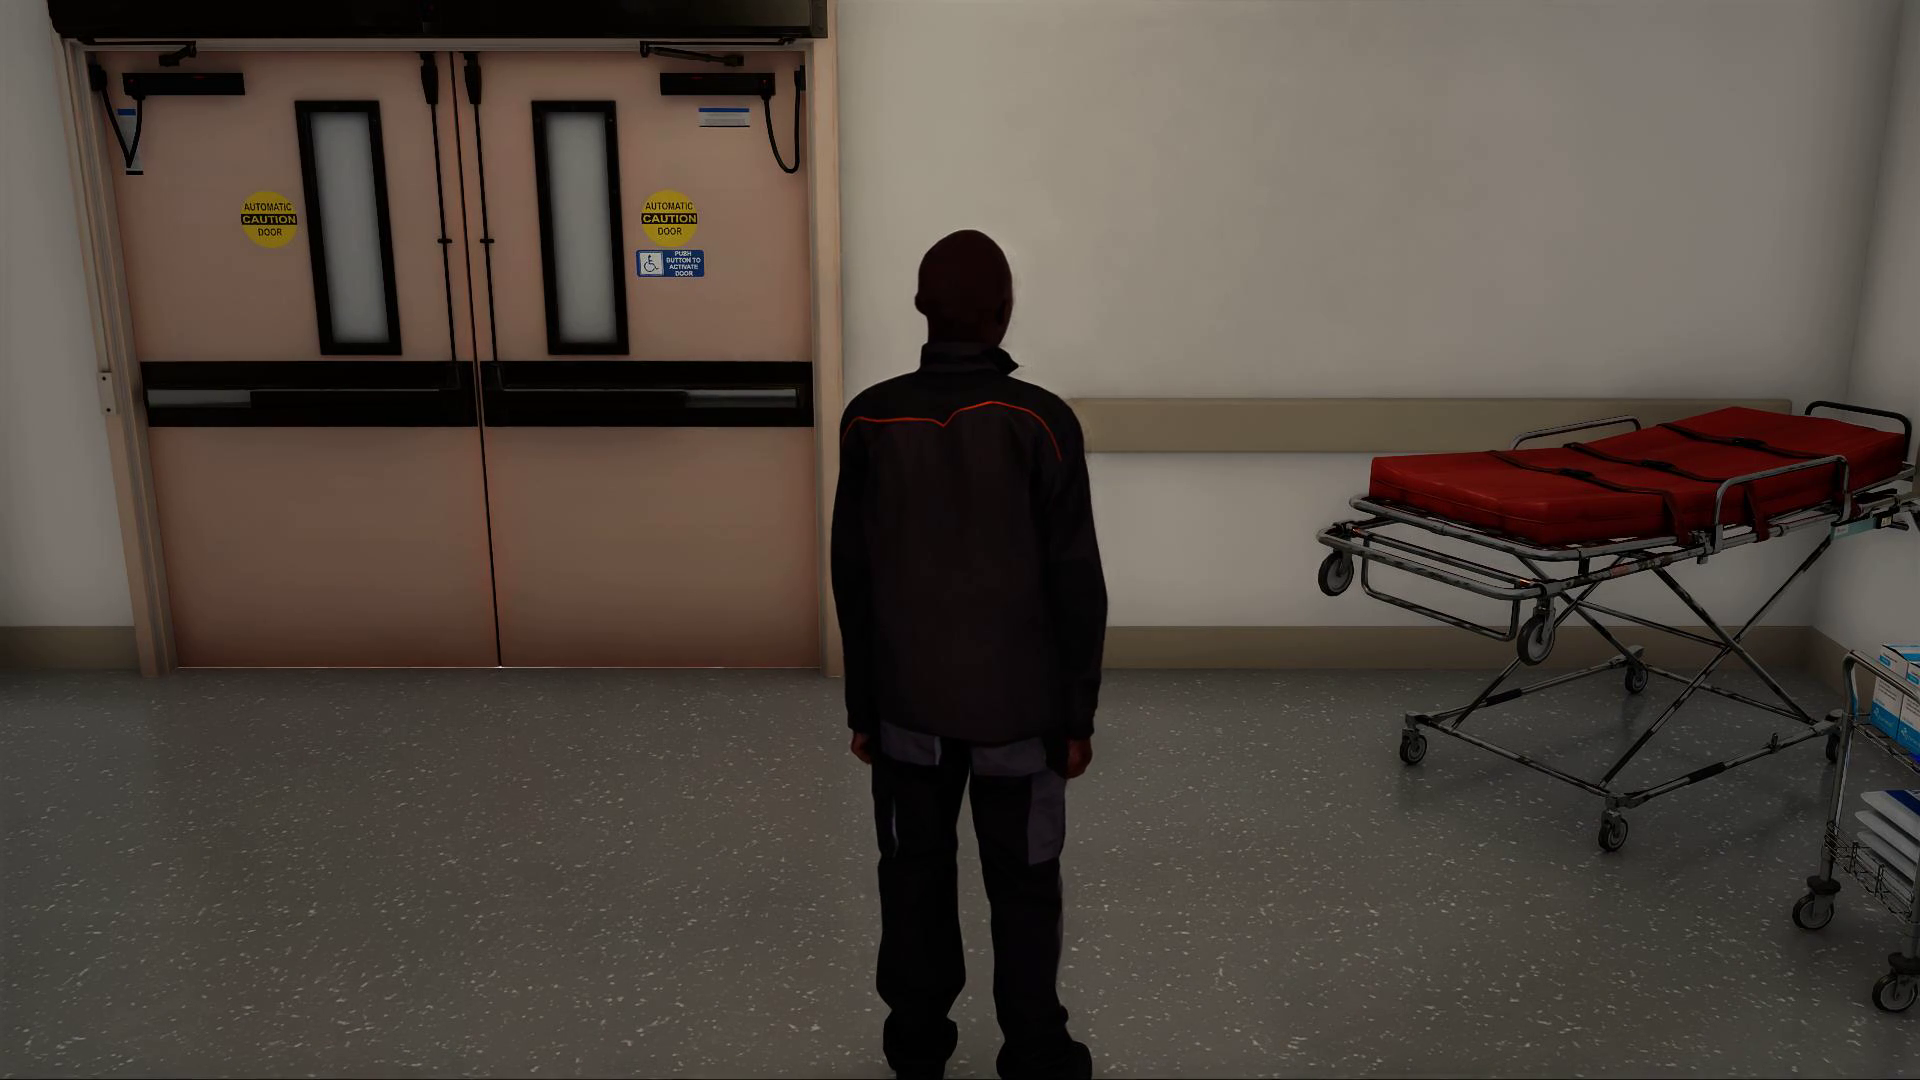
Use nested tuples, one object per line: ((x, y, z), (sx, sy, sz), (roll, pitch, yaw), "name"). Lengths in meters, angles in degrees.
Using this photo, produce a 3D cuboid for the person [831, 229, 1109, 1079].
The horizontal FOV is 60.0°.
((0.013, 0.307, 3.260), (0.759, 1.826, 0.699), (5, 16, 16), "person")
